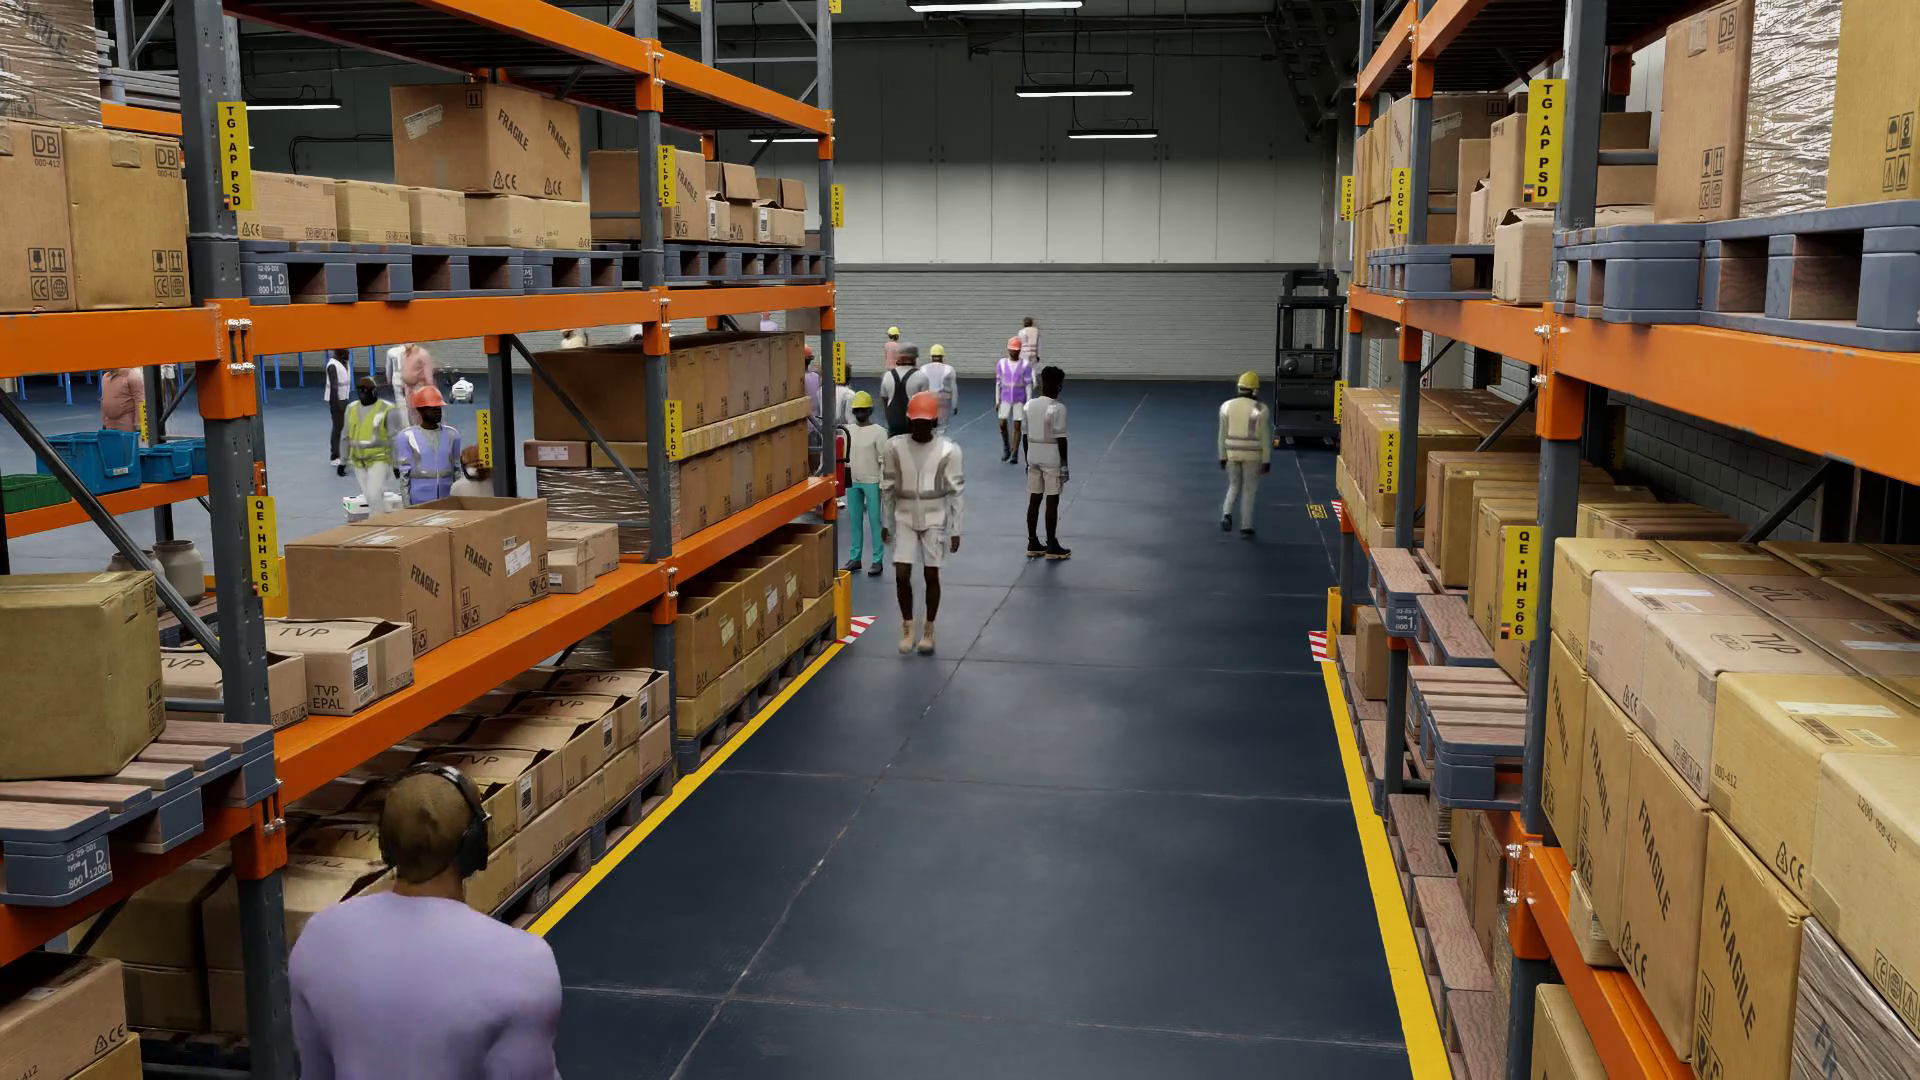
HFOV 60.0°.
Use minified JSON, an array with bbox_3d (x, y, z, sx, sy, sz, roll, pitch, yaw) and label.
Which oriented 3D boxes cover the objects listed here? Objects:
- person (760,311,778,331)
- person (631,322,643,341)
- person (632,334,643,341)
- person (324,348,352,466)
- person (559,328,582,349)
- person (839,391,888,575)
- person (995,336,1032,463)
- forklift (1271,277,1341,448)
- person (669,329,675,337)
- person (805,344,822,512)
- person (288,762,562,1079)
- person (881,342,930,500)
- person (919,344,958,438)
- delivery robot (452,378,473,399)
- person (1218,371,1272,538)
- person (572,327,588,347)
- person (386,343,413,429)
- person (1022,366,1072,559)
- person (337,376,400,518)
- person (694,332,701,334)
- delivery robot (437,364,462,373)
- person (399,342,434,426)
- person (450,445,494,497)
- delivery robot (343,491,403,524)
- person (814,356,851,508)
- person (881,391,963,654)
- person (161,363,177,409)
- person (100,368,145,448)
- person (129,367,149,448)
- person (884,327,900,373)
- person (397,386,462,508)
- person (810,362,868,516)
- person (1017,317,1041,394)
[{"bbox_3d":[-4.923,-4.912,42.527,0.648,1.907,0.409,1,9,3],"label":"person"},{"bbox_3d":[-8.191,-4.847,42.319,0.561,1.844,0.636,2,9,12],"label":"person"},{"bbox_3d":[-6.444,-3.316,33.428,0.522,1.664,0.856,0,9,-1],"label":"person"},{"bbox_3d":[-9.363,-2.083,25.114,0.422,1.903,0.592,0,9,0],"label":"person"},{"bbox_3d":[-7.881,-3.462,33.672,0.547,1.888,0.981,5,11,29],"label":"person"},{"bbox_3d":[-0.941,-0.555,16.084,0.534,1.767,0.315,5,11,30],"label":"person"},{"bbox_3d":[0.814,-2.124,25.255,0.581,1.925,0.438,2,9,10],"label":"person"},{"bbox_3d":[5.847,-3.016,27.970,1.129,2.768,1.873,1,9,9],"label":"forklift"},{"bbox_3d":[-7.192,-4.501,40.813,0.518,1.640,0.307,2,9,12],"label":"person"},{"bbox_3d":[-1.921,-1.376,20.287,0.369,2.048,0.607,4,10,22],"label":"person"},{"bbox_3d":[-1.139,1.425,3.441,0.639,1.919,0.770,3,10,18],"label":"person"},{"bbox_3d":[-0.621,-1.533,21.404,0.704,2.000,0.926,4,10,26],"label":"person"},{"bbox_3d":[-0.323,-2.050,25.175,0.587,1.812,0.632,3,10,17],"label":"person"},{"bbox_3d":[-11.064,-3.367,36.987,0.477,0.478,0.707,-1,9,-6],"label":"delivery robot"},{"bbox_3d":[3.137,-0.933,18.249,0.592,1.821,0.408,7,12,37],"label":"person"},{"bbox_3d":[-10.205,-5.227,44.643,0.535,1.852,0.610,-4,10,-25],"label":"person"},{"bbox_3d":[-9.815,-2.782,29.440,0.590,1.897,1.016,-4,10,-25],"label":"person"},{"bbox_3d":[0.901,-0.804,17.020,0.396,1.957,0.610,-8,12,-39],"label":"person"},{"bbox_3d":[-6.250,-0.793,17.428,0.630,1.816,0.815,3,10,19],"label":"person"},{"bbox_3d":[-5.469,-3.664,35.719,0.457,1.614,0.694,6,11,34],"label":"person"},{"bbox_3d":[-13.044,-4.379,42.435,0.698,0.223,0.335,5,11,29],"label":"delivery robot"},{"bbox_3d":[-9.356,-2.646,28.664,0.653,1.880,0.486,5,11,30],"label":"person"},{"bbox_3d":[-3.689,0.045,12.949,0.550,1.585,0.656,-2,9,-14],"label":"person"},{"bbox_3d":[-6.522,-0.386,18.613,0.707,0.478,0.477,-5,10,-27],"label":"delivery robot"},{"bbox_3d":[-1.623,-1.360,20.549,0.584,1.928,0.374,-3,10,-16],"label":"person"},{"bbox_3d":[-0.295,-0.121,12.618,0.646,2.013,0.683,1,9,6],"label":"person"},{"bbox_3d":[-16.905,-3.754,35.276,0.349,1.942,0.545,5,11,30],"label":"person"},{"bbox_3d":[-10.973,-1.541,21.740,0.652,1.903,0.403,3,10,20],"label":"person"},{"bbox_3d":[-11.218,-1.687,22.769,0.881,1.872,0.631,-8,12,-39],"label":"person"},{"bbox_3d":[-1.368,-3.509,34.297,0.306,1.772,0.525,-6,11,-35],"label":"person"},{"bbox_3d":[-4.526,-0.352,14.288,0.547,1.942,0.345,-7,11,-36],"label":"person"},{"bbox_3d":[-1.461,-1.203,19.871,0.595,1.847,0.968,6,11,34],"label":"person"},{"bbox_3d":[1.606,-4.396,39.608,0.628,1.829,0.445,-6,11,-32],"label":"person"}]
